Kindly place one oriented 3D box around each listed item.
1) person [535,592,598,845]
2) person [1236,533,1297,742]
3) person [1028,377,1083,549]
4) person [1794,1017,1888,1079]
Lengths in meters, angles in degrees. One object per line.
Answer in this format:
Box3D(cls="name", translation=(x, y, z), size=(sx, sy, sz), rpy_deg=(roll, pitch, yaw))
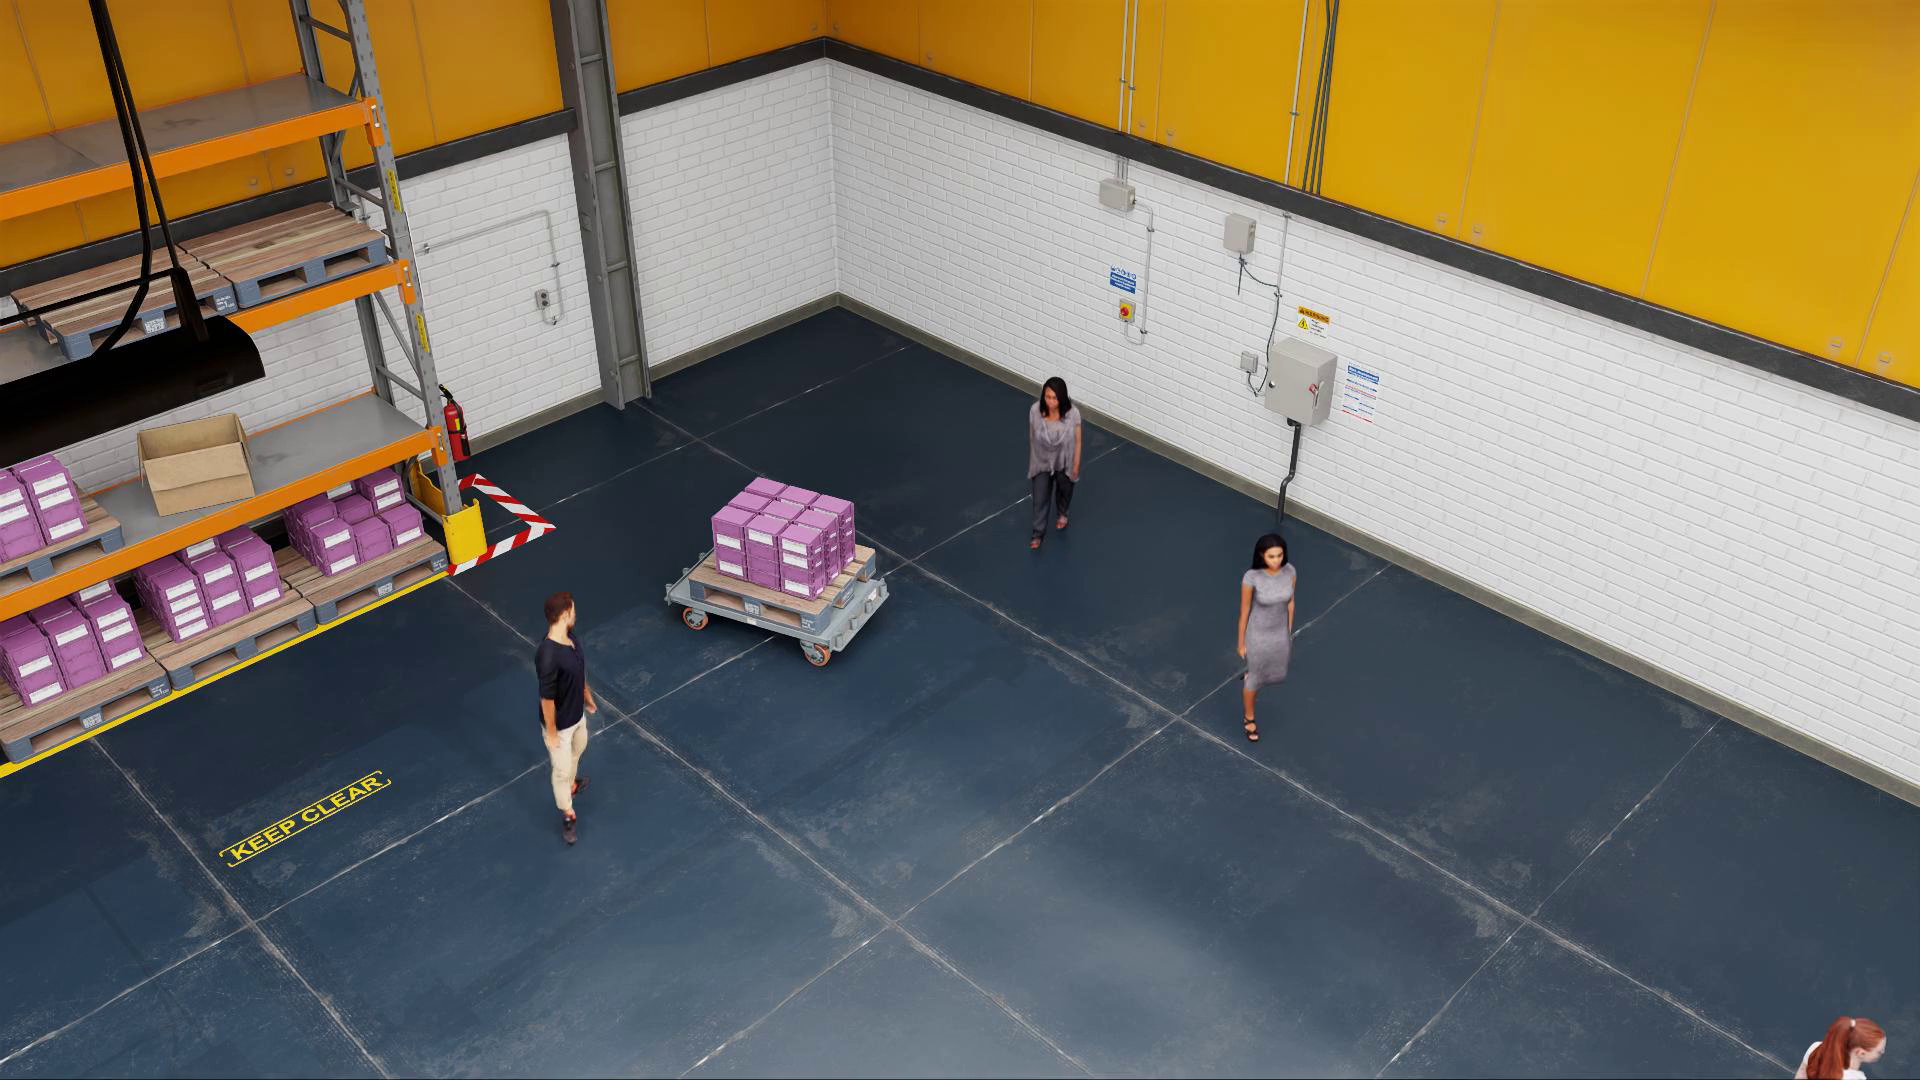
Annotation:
Box3D(cls="person", translation=(-2.739, 1.239, 11.319), size=(0.927, 1.815, 0.799), rpy_deg=(13, 36, 19))
Box3D(cls="person", translation=(2.201, 0.670, 12.219), size=(0.798, 1.767, 0.834), rpy_deg=(-9, 35, -13))
Box3D(cls="person", translation=(0.855, -0.740, 14.522), size=(0.969, 1.567, 1.097), rpy_deg=(5, 34, 8))
Box3D(cls="person", translation=(4.394, 3.100, 8.590), size=(0.676, 1.738, 0.649), rpy_deg=(-7, 34, -11))
